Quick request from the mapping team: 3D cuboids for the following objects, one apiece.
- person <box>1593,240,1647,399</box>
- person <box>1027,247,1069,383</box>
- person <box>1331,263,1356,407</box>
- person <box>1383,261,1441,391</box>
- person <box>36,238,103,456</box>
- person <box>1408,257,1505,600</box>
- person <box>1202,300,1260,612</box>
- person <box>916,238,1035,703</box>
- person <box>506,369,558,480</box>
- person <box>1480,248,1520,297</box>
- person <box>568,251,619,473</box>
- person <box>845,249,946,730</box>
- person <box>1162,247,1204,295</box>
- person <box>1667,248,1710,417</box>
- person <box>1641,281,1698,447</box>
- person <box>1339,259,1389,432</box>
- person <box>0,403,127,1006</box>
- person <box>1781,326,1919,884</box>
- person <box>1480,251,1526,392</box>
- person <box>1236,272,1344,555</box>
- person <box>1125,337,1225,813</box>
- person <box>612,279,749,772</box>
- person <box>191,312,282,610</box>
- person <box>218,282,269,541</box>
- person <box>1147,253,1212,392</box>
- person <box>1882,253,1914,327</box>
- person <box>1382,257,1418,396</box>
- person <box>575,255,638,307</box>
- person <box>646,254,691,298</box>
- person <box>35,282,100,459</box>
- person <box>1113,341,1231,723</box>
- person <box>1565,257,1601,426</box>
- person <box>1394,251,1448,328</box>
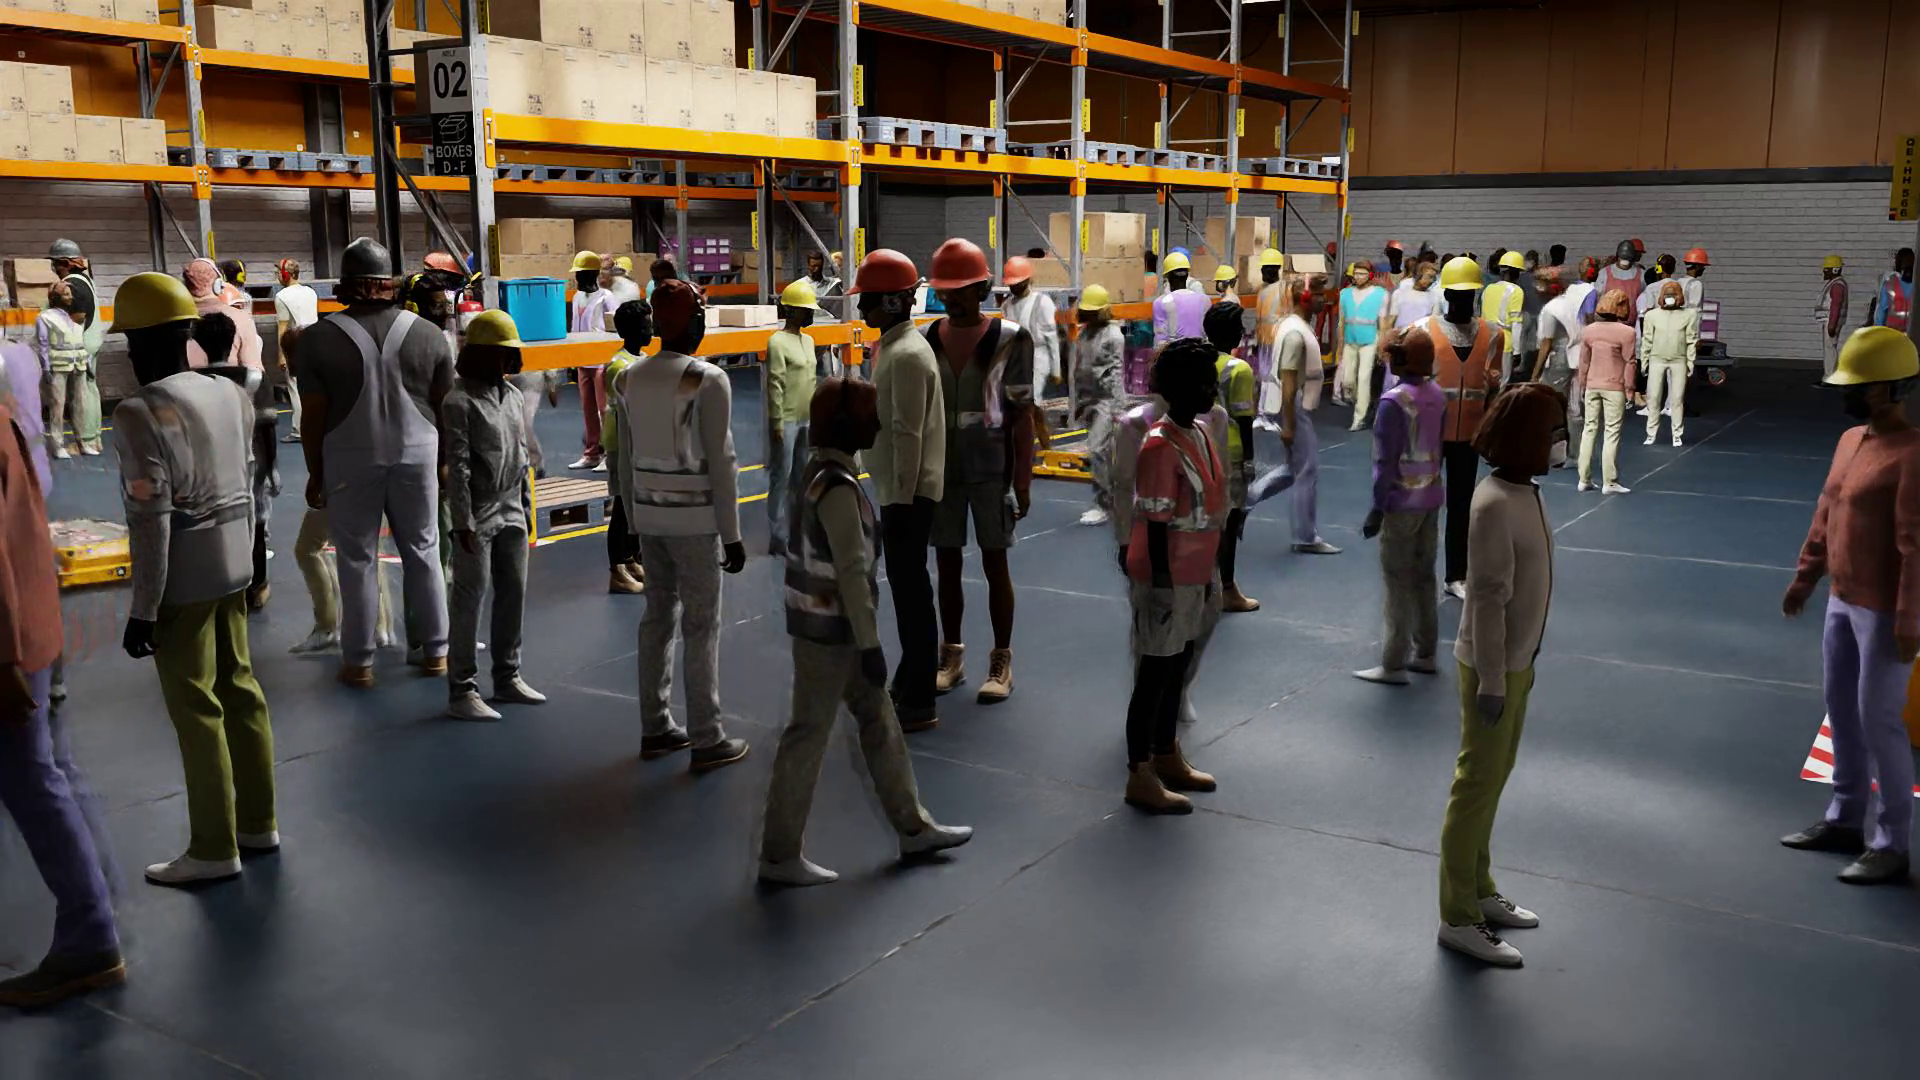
[{"bbox_3d":[8.431,-2.817,21.237,0.674,2.000,0.535,2,10,13],"label":"person"},{"bbox_3d":[1.213,-3.129,23.303,0.856,1.933,0.605,-5,12,-27],"label":"person"},{"bbox_3d":[4.778,-2.501,20.293,0.358,1.756,0.521,8,13,37],"label":"person"},{"bbox_3d":[4.659,-1.960,17.170,0.555,1.814,0.445,2,11,13],"label":"person"},{"bbox_3d":[-8.417,-1.822,15.727,0.539,2.000,0.689,-3,11,-17],"label":"person"},{"bbox_3d":[2.745,-0.606,9.302,0.584,1.928,0.374,-1,10,-5],"label":"person"},{"bbox_3d":[1.433,-0.456,9.105,0.318,1.699,0.535,-6,12,-28],"label":"person"},{"bbox_3d":[0.026,-0.298,7.315,0.613,2.033,0.411,4,11,20],"label":"person"},{"bbox_3d":[-3.596,-1.266,13.618,0.548,1.697,0.938,2,10,12],"label":"person"},{"bbox_3d":[8.619,-3.696,26.587,0.633,1.899,0.757,-1,10,-6],"label":"person"},{"bbox_3d":[-3.216,-1.557,14.570,0.594,1.926,0.366,8,13,39],"label":"person"},{"bbox_3d":[-0.266,-0.207,6.939,0.407,1.986,0.616,-1,10,-7],"label":"person"},{"bbox_3d":[2.373,-2.189,18.021,0.388,1.946,0.611,-7,13,-35],"label":"person"},{"bbox_3d":[8.368,-2.374,19.105,0.387,1.929,0.543,-1,10,-5],"label":"person"},{"bbox_3d":[6.968,-1.730,16.377,0.504,1.623,0.285,5,11,24],"label":"person"},{"bbox_3d":[4.284,-2.064,17.690,0.571,1.822,0.476,9,14,41],"label":"person"},{"bbox_3d":[-2.663,0.286,4.315,0.840,1.944,0.649,-4,11,-22],"label":"person"},{"bbox_3d":[2.875,0.197,5.331,0.343,1.759,0.608,0,10,2],"label":"person"},{"bbox_3d":[5.524,-1.968,16.919,0.424,1.908,0.586,-3,11,-18],"label":"person"},{"bbox_3d":[2.113,-0.815,10.748,0.711,1.827,0.569,2,10,13],"label":"person"},{"bbox_3d":[0.768,0.121,5.942,0.322,1.690,0.532,5,11,24],"label":"person"},{"bbox_3d":[-1.078,-0.056,6.402,0.580,1.879,0.351,7,13,36],"label":"person"},{"bbox_3d":[-3.843,-0.363,8.722,0.544,1.640,0.882,-4,11,-19],"label":"person"},{"bbox_3d":[-4.815,-0.824,10.990,0.330,1.751,0.565,1,10,5],"label":"person"},{"bbox_3d":[1.824,-1.433,13.919,0.585,1.916,0.388,-6,12,-29],"label":"person"},{"bbox_3d":[12.582,-2.901,22.251,0.634,1.843,0.429,1,10,4],"label":"person"},{"bbox_3d":[5.533,-2.592,20.636,0.602,1.814,0.506,0,10,0],"label":"person"},{"bbox_3d":[-3.488,-1.858,16.398,0.679,1.860,0.951,-1,10,-4],"label":"person"},{"bbox_3d":[-3.620,-2.662,20.940,0.659,1.839,0.920,-6,12,-31],"label":"person"},{"bbox_3d":[-8.314,-1.576,15.482,0.308,1.639,0.516,5,11,25],"label":"person"},{"bbox_3d":[0.865,0.001,6.773,0.548,1.621,0.365,-4,11,-19],"label":"person"},{"bbox_3d":[6.747,-2.157,18.161,0.394,1.836,0.561,-1,10,-6],"label":"person"},{"bbox_3d":[5.127,-2.248,18.479,0.636,1.895,0.698,3,11,19],"label":"person"}]
